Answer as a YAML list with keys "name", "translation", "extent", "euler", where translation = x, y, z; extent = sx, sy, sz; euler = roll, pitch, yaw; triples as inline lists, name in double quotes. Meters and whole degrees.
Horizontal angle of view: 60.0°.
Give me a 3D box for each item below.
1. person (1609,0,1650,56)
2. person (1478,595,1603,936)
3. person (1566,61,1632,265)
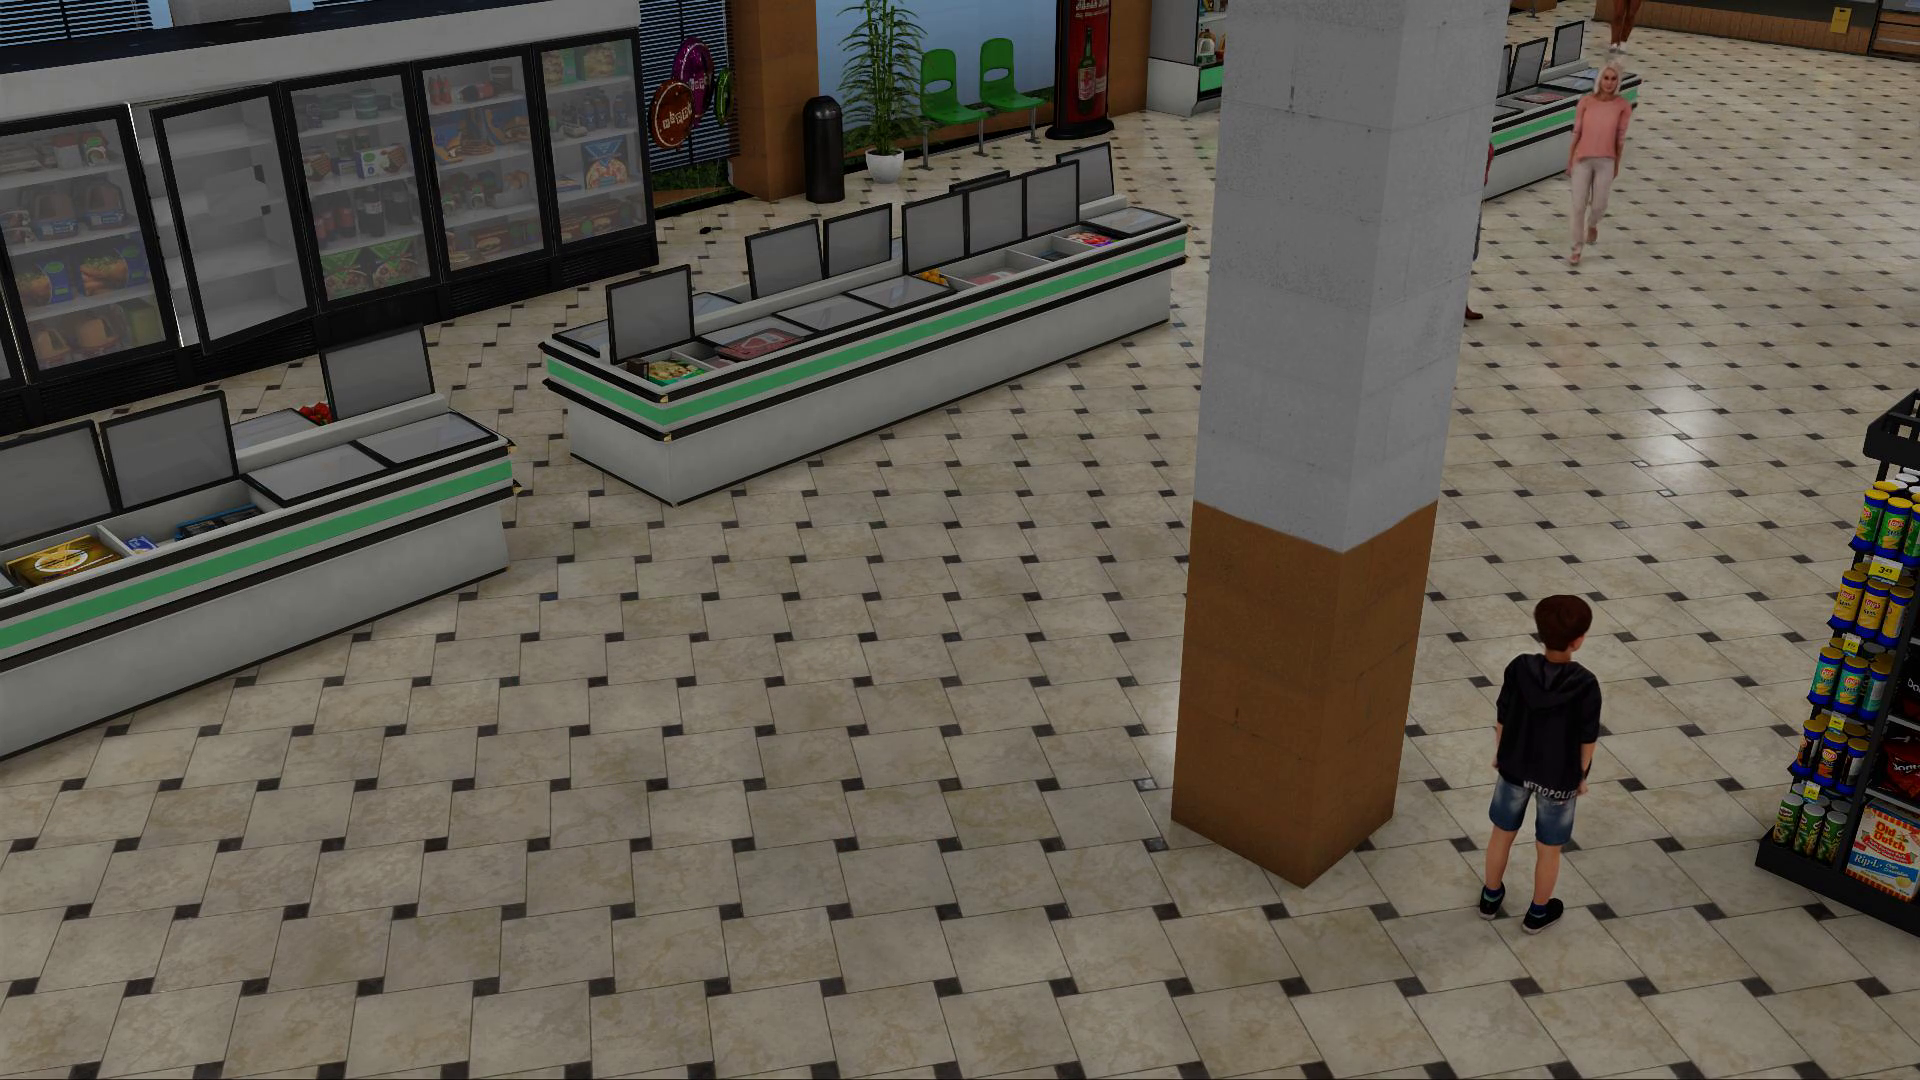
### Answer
- name: "person"
  translation: [9.111, -7.524, 22.587]
  extent: [1.016, 1.790, 1.194]
  euler: [8, 28, 16]
- name: "person"
  translation: [2.236, 0.867, 6.416]
  extent: [0.569, 1.450, 0.563]
  euler: [18, 32, 31]
- name: "person"
  translation: [5.427, -3.246, 14.238]
  extent: [0.779, 1.711, 0.908]
  euler: [10, 28, 19]
